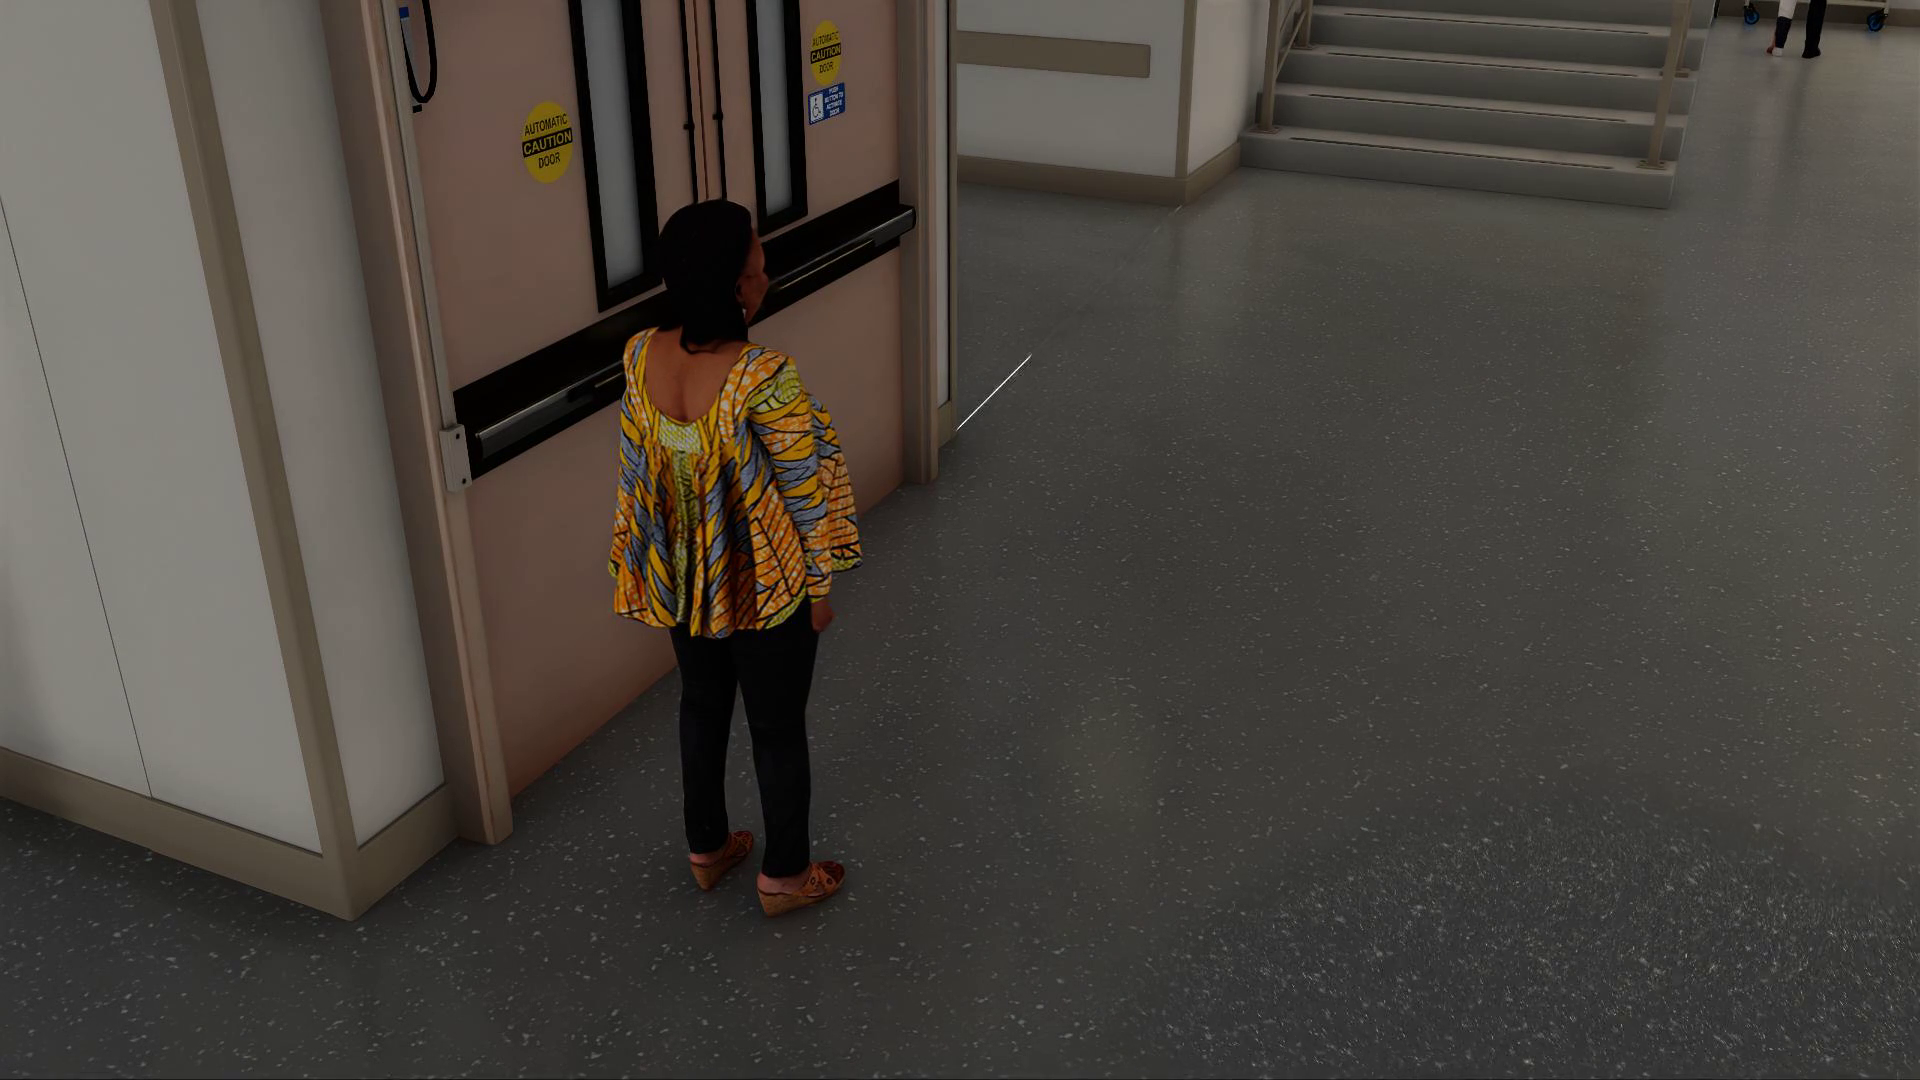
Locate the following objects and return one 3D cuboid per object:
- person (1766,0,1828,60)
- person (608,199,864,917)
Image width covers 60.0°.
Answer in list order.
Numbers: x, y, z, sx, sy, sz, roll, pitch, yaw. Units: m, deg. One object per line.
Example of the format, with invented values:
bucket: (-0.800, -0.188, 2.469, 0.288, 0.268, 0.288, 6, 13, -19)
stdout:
person: (7.207, -5.054, 14.006, 0.663, 1.893, 0.559, 12, 28, 23)
person: (-0.494, 0.081, 3.630, 0.752, 1.655, 0.787, 16, 30, 30)
